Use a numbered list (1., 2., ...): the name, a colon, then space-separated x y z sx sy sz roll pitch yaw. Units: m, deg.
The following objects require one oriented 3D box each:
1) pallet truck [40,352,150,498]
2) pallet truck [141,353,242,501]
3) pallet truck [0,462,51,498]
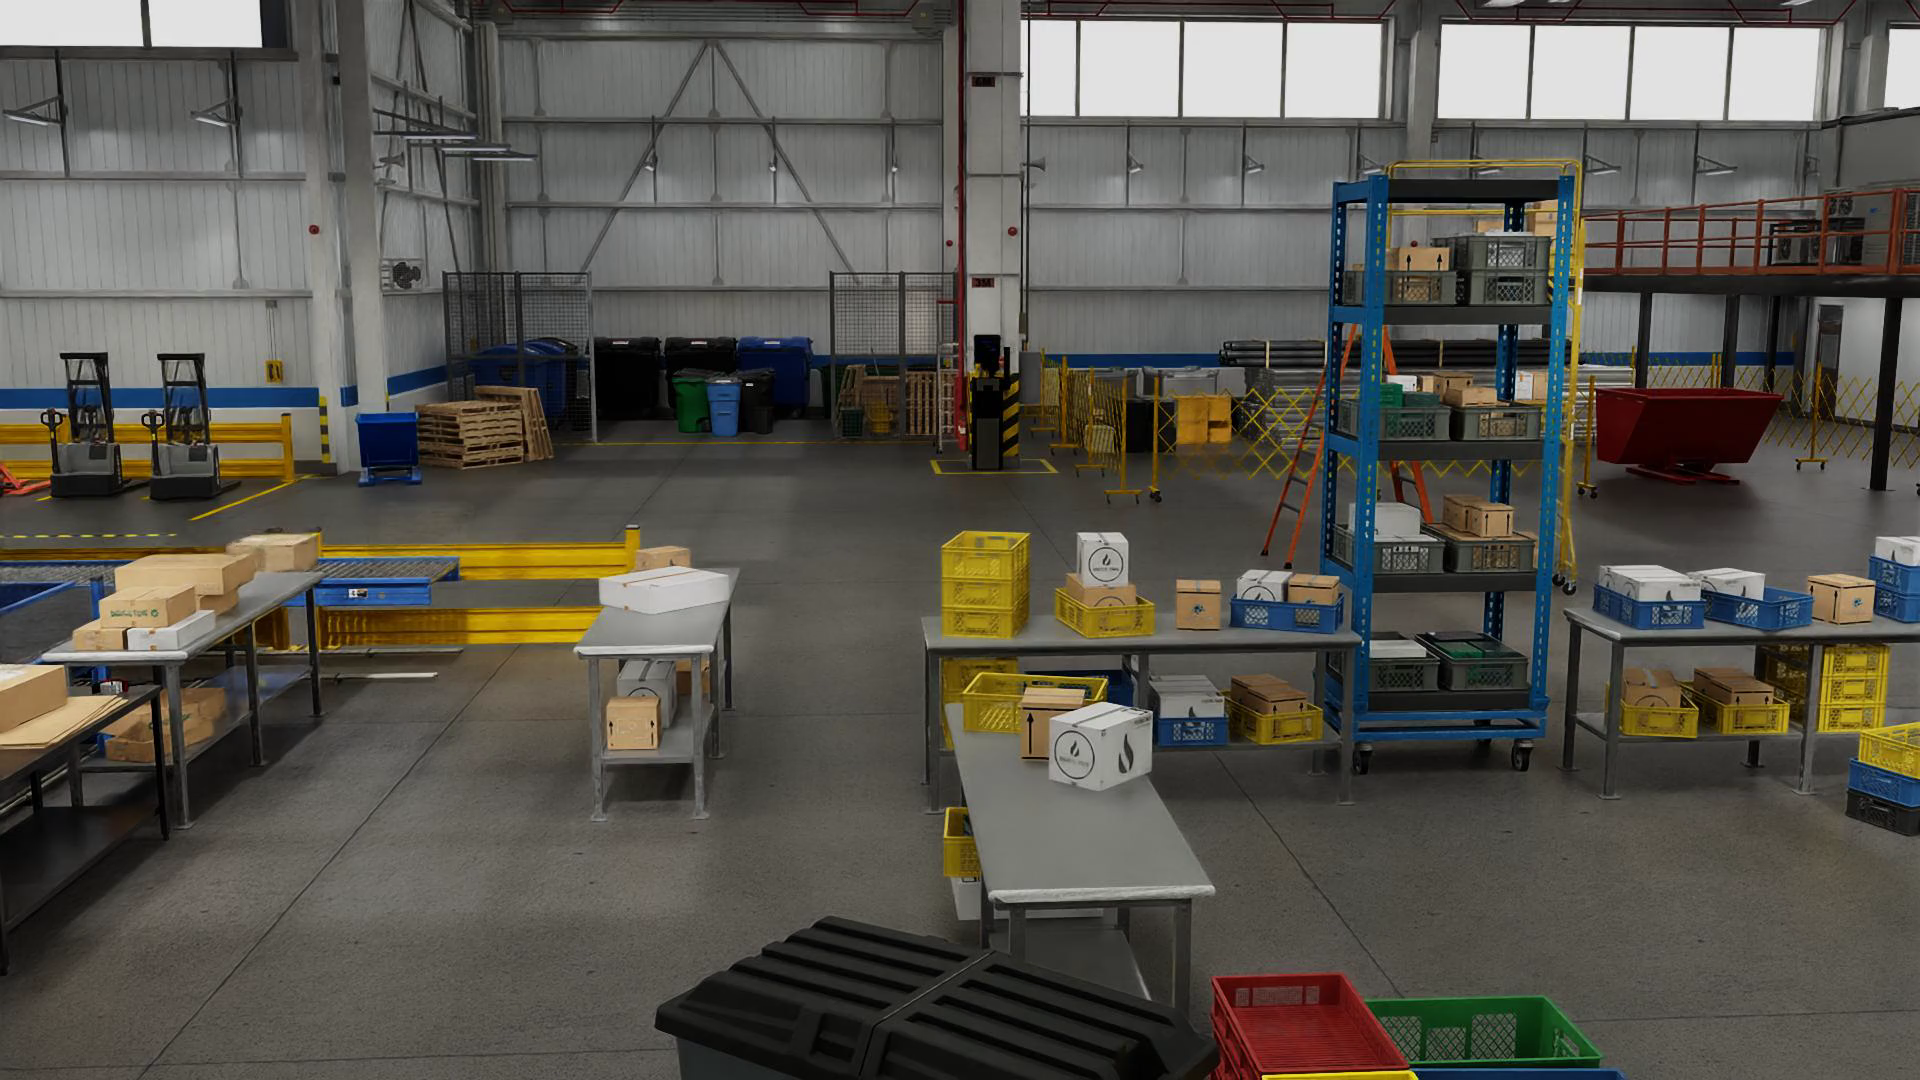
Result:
1. pallet truck: -11.907 -1.642 23.165 0.823 1.965 1.885 0 9 0
2. pallet truck: -10.520 -1.604 22.925 0.823 1.965 1.885 -1 9 -6
3. pallet truck: -13.193 -1.293 23.148 0.653 1.274 1.630 -1 9 -4
